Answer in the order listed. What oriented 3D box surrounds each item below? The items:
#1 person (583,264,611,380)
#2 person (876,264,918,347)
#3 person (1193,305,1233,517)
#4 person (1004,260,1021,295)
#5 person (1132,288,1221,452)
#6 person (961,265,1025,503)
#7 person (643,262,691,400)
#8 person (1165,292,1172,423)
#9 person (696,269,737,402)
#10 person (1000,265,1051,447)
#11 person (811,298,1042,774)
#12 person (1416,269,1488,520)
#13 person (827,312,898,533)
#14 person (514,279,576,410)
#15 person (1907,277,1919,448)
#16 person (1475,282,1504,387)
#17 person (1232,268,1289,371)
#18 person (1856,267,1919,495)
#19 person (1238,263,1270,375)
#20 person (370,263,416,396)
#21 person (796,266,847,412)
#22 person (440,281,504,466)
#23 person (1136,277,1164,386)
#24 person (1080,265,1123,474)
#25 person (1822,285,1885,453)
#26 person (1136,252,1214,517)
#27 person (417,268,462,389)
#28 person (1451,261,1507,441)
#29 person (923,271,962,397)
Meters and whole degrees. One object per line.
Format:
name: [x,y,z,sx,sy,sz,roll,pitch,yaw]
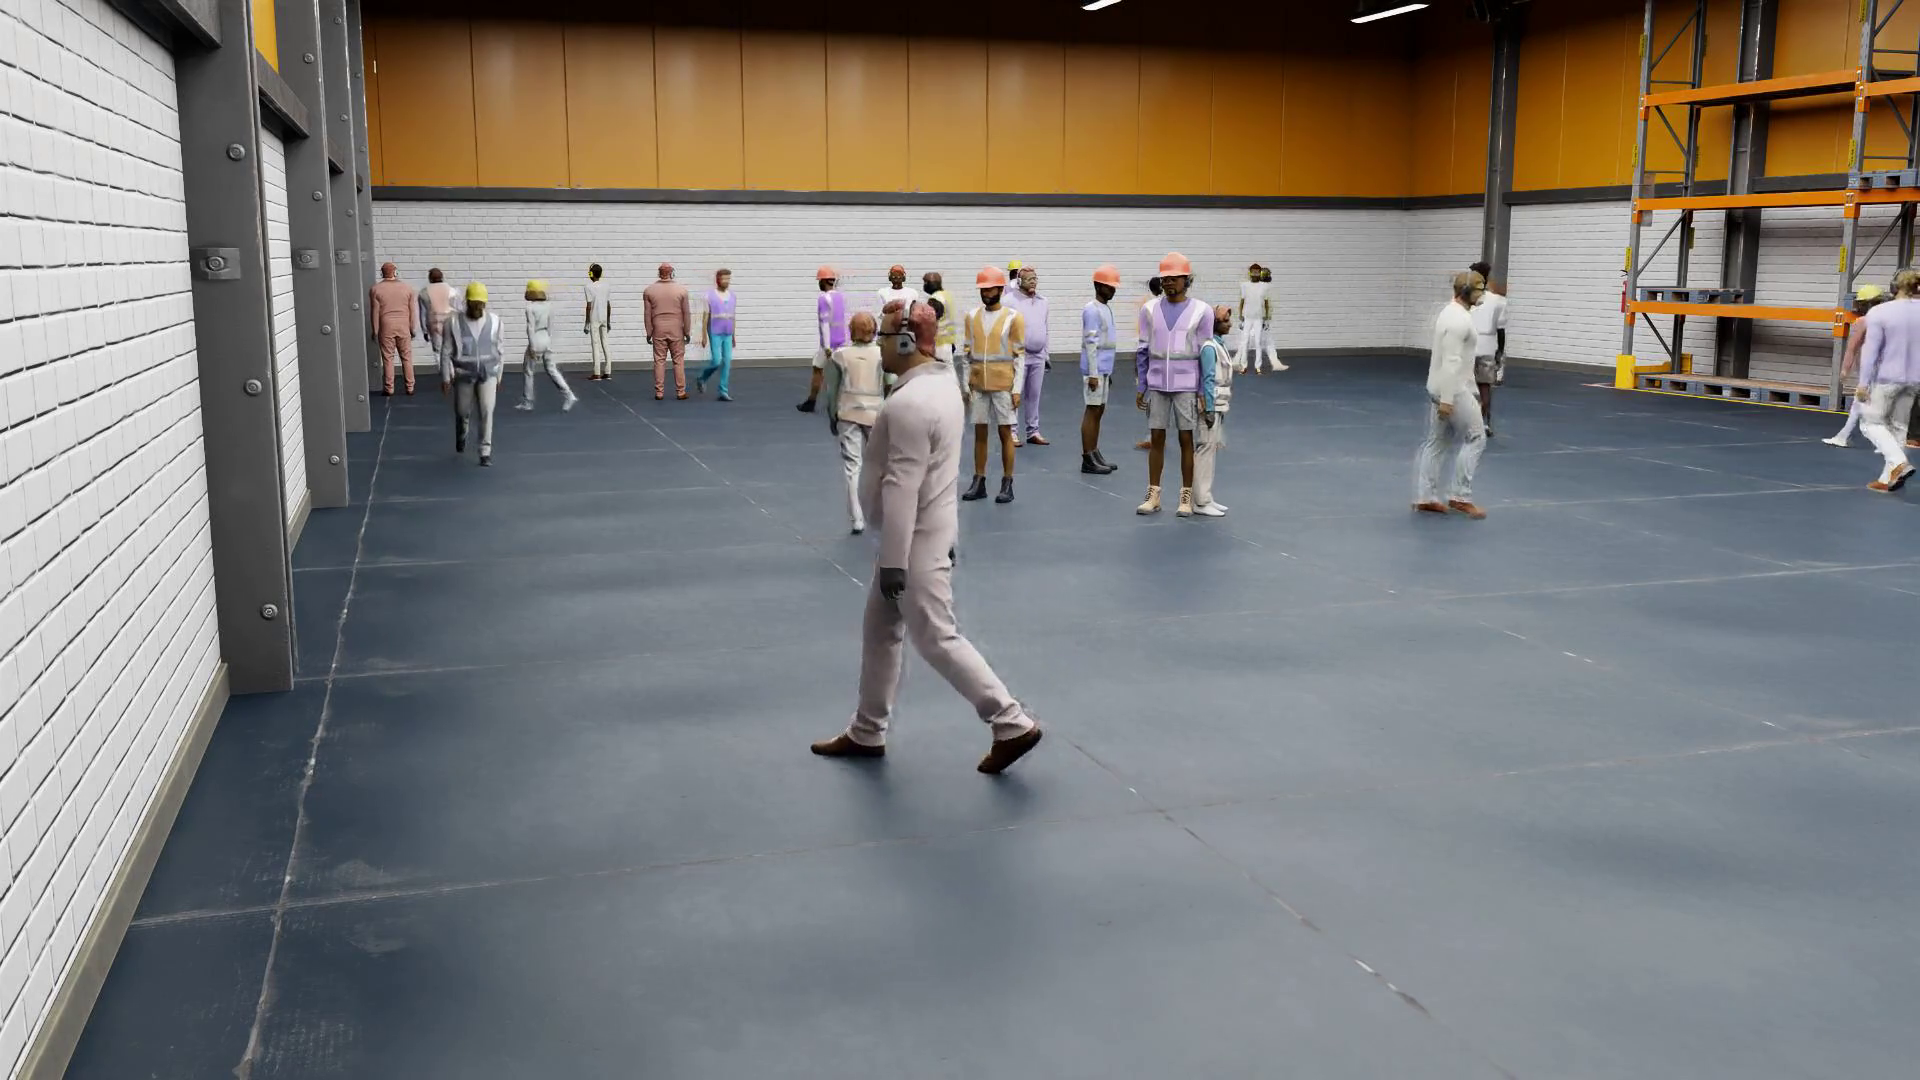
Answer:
person: [-5.840,-3.507,26.781,0.328,1.872,0.510,8,12,38]
person: [-0.839,-2.703,22.079,0.573,1.887,0.356,1,10,3]
person: [1.972,-1.013,13.005,0.315,1.641,0.514,3,10,16]
person: [0.919,-3.709,27.785,0.379,1.925,0.594,8,13,40]
person: [2.244,-1.803,16.864,1.000,1.895,0.642,5,11,29]
person: [0.259,-1.271,13.639,0.545,1.938,0.361,4,11,24]
person: [-4.057,-2.894,23.126,0.645,1.908,0.408,-1,10,-3]
person: [2.563,-2.262,19.937,0.528,1.744,0.661,5,11,26]
person: [-3.350,-2.822,22.923,0.538,1.821,0.592,9,13,41]
person: [0.708,-1.940,17.601,0.648,1.907,0.409,-7,12,-36]
person: [-0.124,-0.007,6.523,0.927,1.875,0.652,2,10,9]
person: [3.860,-1.113,12.778,0.670,1.912,0.648,1,10,7]
person: [-0.715,-0.885,12.358,0.544,1.592,0.835,0,10,2]
person: [-5.398,-2.524,21.571,0.847,1.711,0.493,5,11,26]
person: [10.218,-1.902,17.232,0.642,1.971,0.821,-5,11,-29]
person: [8.014,-3.115,25.290,0.804,1.593,0.519,-6,11,-31]
person: [5.179,-3.814,28.813,0.982,1.795,0.644,3,10,17]
person: [7.862,-1.311,13.914,0.644,1.922,0.559,-1,10,-8]
person: [4.940,-3.711,27.975,0.512,1.868,0.329,2,10,11]
person: [-8.106,-3.005,23.788,0.636,1.903,0.405,-6,12,-33]
person: [-1.619,-2.532,21.137,1.045,1.884,0.547,7,12,34]
person: [-4.742,-1.628,16.174,0.609,1.787,0.814,-4,11,-23]
person: [3.064,-3.168,25.376,0.794,1.660,0.558,-1,10,-5]
person: [1.318,-1.581,15.463,0.385,1.928,0.547,4,10,20]
person: [9.357,-1.757,17.113,0.540,1.709,0.912,-6,11,-30]
person: [1.652,-1.197,12.906,0.605,2.044,0.375,4,11,23]
person: [-7.738,-3.144,24.822,0.644,1.821,0.439,-3,10,-16]
person: [5.597,-2.049,18.105,0.619,1.952,0.424,0,10,1]
person: [-0.374,-2.516,21.239,0.924,1.795,0.634,1,10,8]
